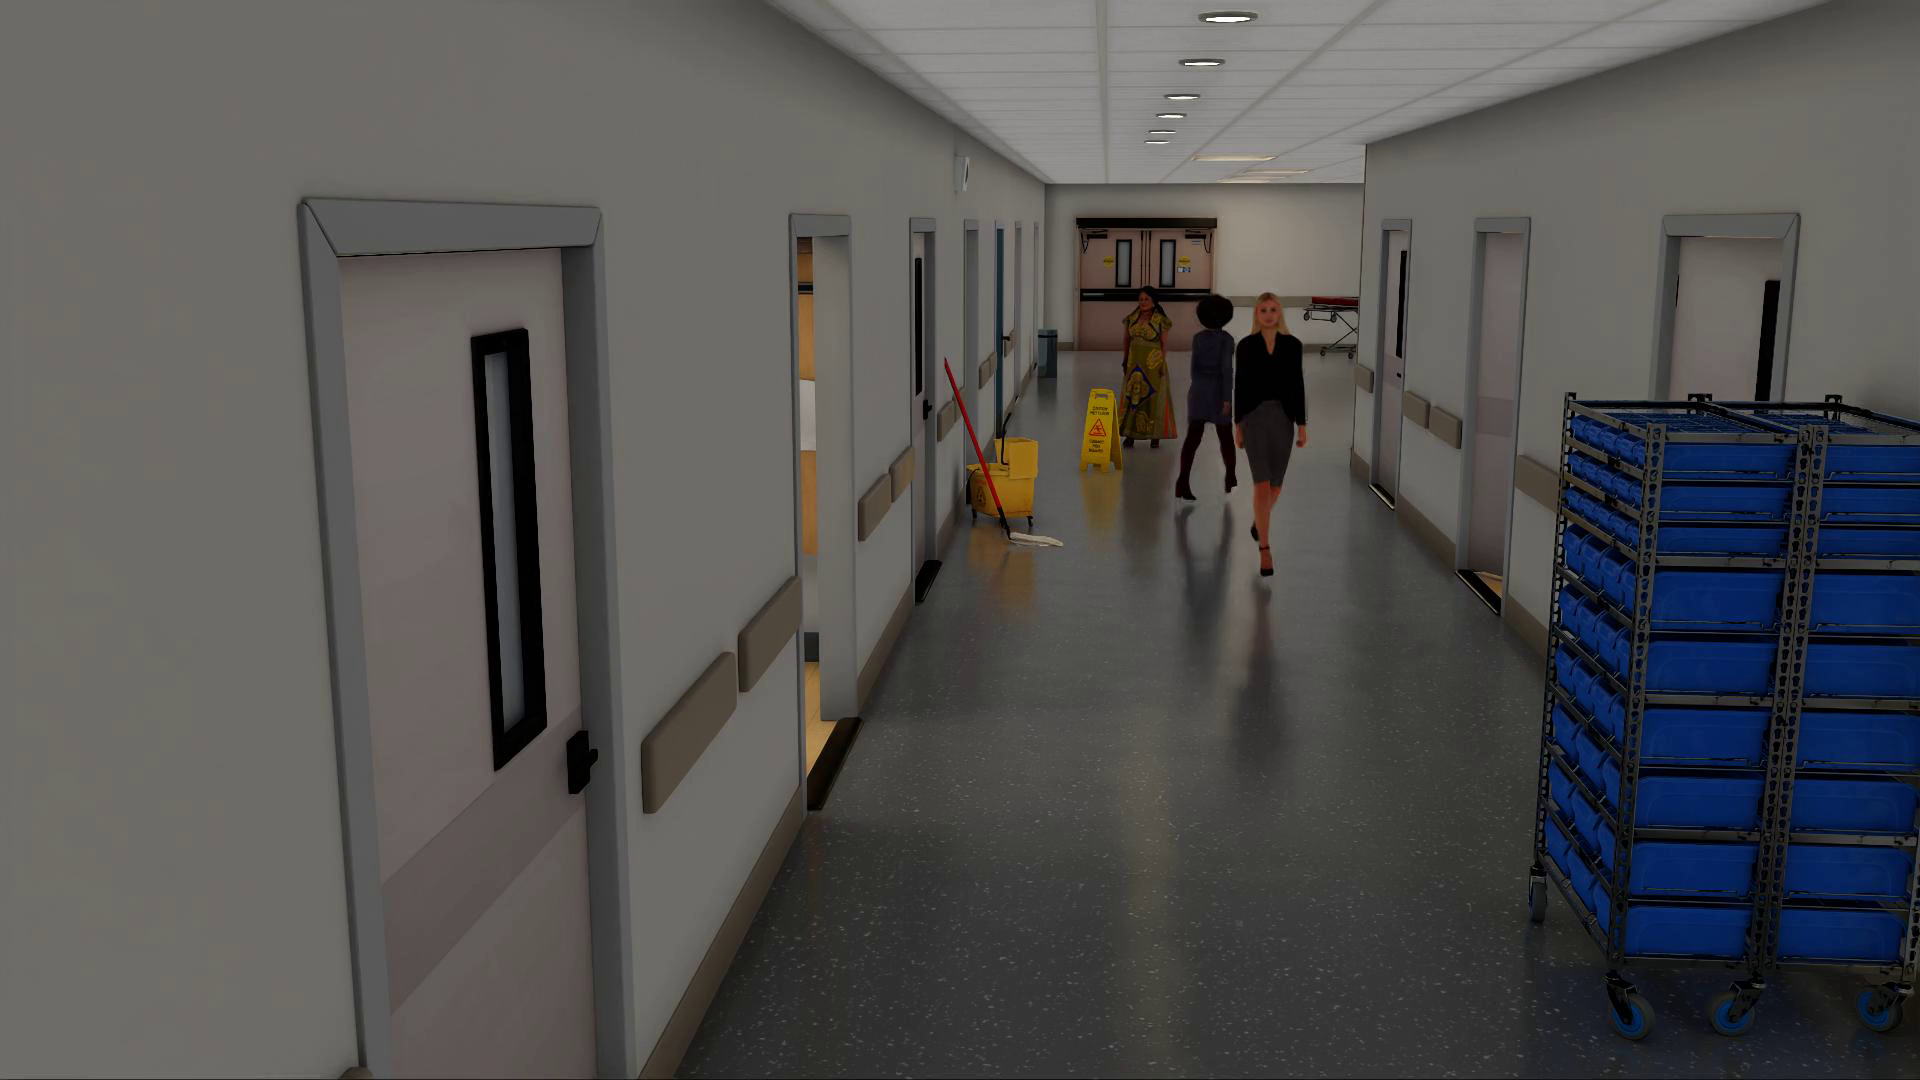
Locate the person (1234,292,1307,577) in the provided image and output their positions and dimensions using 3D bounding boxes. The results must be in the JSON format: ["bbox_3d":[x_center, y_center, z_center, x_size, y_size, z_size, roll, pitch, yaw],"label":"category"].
[{"bbox_3d":[2.013,-0.680,10.902,0.632,1.802,1.152,1,11,3],"label":"person"}]

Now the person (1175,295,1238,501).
[{"bbox_3d":[1.996,-1.129,13.619,1.003,1.671,1.169,10,15,43],"label":"person"}]

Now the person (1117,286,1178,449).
[{"bbox_3d":[1.916,-1.799,17.179,0.937,1.661,0.888,4,11,20],"label":"person"}]
